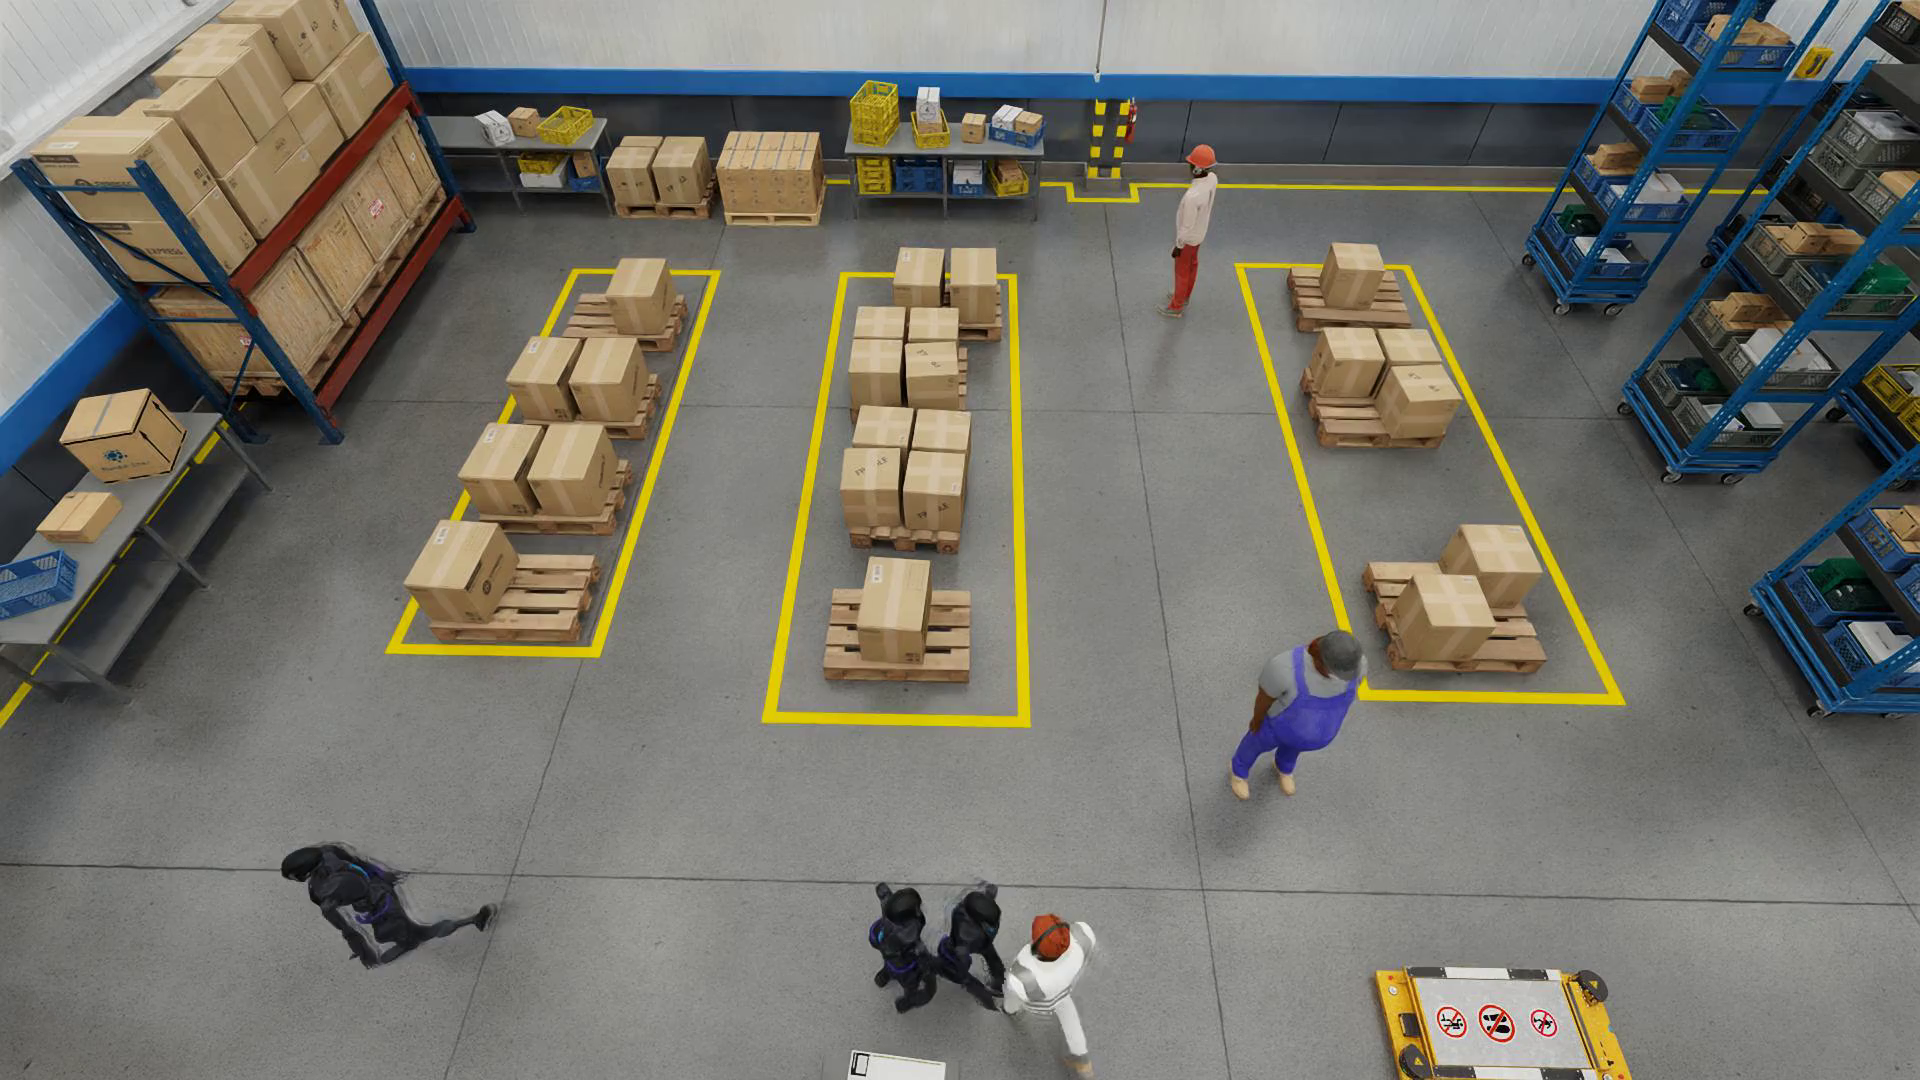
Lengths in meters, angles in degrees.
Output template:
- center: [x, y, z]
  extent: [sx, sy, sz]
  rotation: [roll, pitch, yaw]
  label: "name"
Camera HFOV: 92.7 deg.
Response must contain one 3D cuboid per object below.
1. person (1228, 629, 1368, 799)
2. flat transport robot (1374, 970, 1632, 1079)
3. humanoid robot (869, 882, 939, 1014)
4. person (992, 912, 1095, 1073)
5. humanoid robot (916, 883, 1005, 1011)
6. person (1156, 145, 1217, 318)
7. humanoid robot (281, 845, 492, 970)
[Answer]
- center: [2.352, 1.237, 6.335]
  extent: [0.681, 2.000, 0.535]
  rotation: [-3, 51, -3]
  label: "person"
- center: [3.501, 3.133, 5.914]
  extent: [1.431, 0.197, 0.652]
  rotation: [1, 51, 1]
  label: "flat transport robot"
- center: [-0.338, 2.476, 5.557]
  extent: [0.373, 1.649, 0.574]
  rotation: [-29, 56, -22]
  label: "humanoid robot"
- center: [0.505, 2.593, 5.348]
  extent: [0.588, 1.858, 0.827]
  rotation: [-27, 56, -20]
  label: "person"
- center: [0.051, 2.457, 5.608]
  extent: [0.756, 1.629, 0.540]
  rotation: [28, 56, 21]
  label: "humanoid robot"
- center: [2.523, -3.386, 10.133]
  extent: [0.393, 1.993, 0.610]
  rotation: [28, 56, 21]
  label: "person"
- center: [-3.594, 2.272, 5.748]
  extent: [0.704, 1.639, 0.569]
  rotation: [-29, 56, -21]
  label: "humanoid robot"
